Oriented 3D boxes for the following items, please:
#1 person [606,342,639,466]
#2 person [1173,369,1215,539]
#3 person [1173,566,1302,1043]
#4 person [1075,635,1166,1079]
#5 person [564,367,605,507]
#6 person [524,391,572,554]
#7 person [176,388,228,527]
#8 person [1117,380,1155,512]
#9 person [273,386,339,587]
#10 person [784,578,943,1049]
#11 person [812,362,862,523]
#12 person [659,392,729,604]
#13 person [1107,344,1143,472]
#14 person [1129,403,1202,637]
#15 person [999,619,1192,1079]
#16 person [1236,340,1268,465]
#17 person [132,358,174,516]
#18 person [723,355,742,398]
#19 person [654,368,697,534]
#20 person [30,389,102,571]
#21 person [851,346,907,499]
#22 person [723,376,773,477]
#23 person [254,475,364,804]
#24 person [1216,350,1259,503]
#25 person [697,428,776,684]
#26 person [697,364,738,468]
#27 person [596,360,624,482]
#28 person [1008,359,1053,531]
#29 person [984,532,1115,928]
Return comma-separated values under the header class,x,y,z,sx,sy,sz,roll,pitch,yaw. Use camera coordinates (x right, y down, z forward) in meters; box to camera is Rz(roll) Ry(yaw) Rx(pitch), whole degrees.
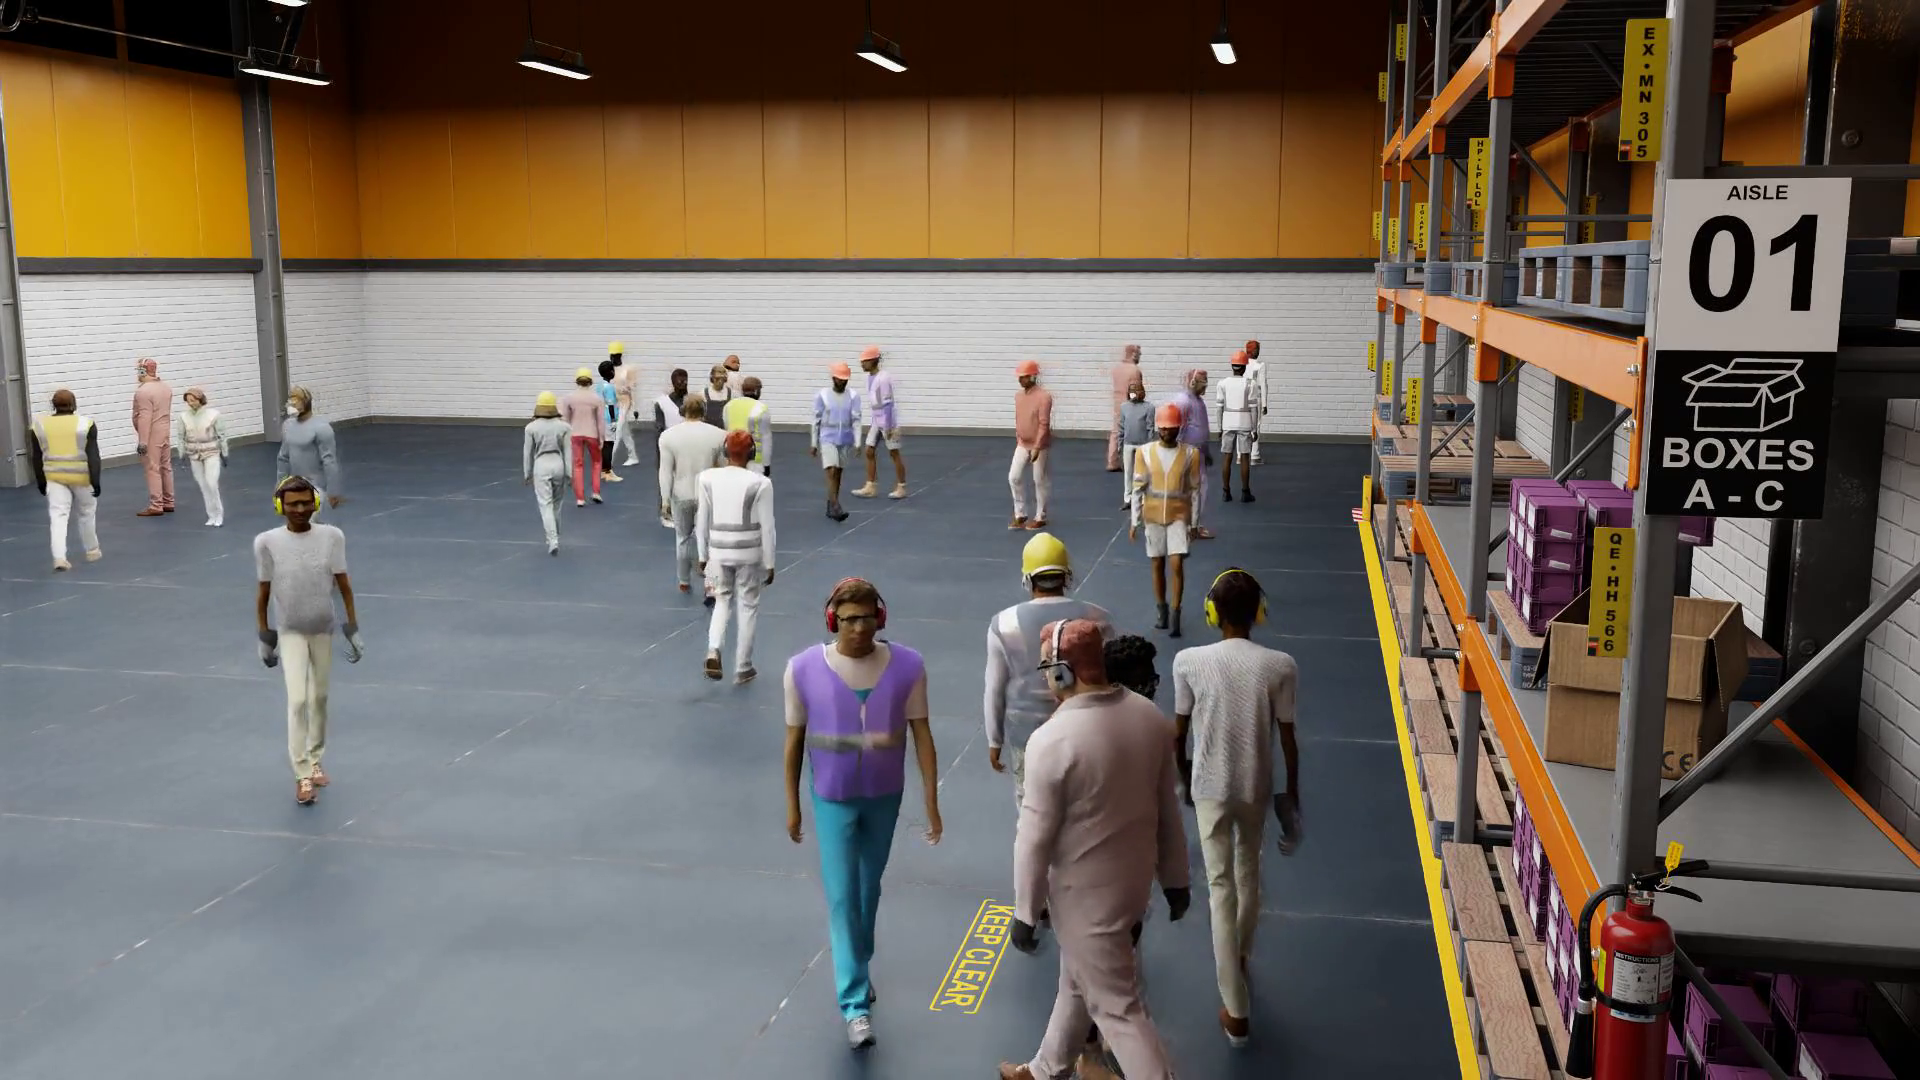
class,x,y,z,sx,sy,sz,roll,pitch,yaw
person,-5.124,-1.994,24.706,0.613,1.872,0.965,7,12,35
person,2.654,-0.950,18.401,0.726,1.877,0.670,4,10,25
person,1.096,1.014,6.761,0.497,1.818,0.931,0,9,-2
person,0.598,1.180,6.136,0.320,1.698,0.531,6,11,32
person,-4.714,-1.300,20.948,0.535,1.747,0.622,-1,9,-3
person,-4.327,-0.718,17.538,0.495,1.713,0.837,-4,10,-25
person,-8.734,-0.943,19.172,0.518,1.616,0.564,0,9,-3
person,2.162,-1.158,20.446,0.494,1.624,0.279,5,11,26
person,-6.053,-0.452,15.321,0.650,1.919,0.641,7,12,38
person,-0.369,1.053,6.560,0.593,1.800,0.916,-3,10,-16
person,-1.410,-1.144,19.559,0.553,1.879,0.999,-4,10,-22
person,-2.376,-0.383,14.999,0.644,1.898,1.013,-3,10,-15
person,2.548,-1.921,24.329,0.933,1.862,0.642,-6,11,-31
person,1.678,-0.159,13.596,0.556,1.900,0.839,2,10,12
person,0.494,1.187,5.681,0.981,1.851,0.678,9,13,43
person,4.408,-2.076,25.193,0.585,1.882,0.343,9,13,42
person,-9.779,-1.244,20.117,0.407,1.907,0.694,0,9,0
person,-3.529,-2.058,25.841,0.288,1.633,0.497,-7,12,-37
person,-3.194,-1.017,18.885,0.602,1.873,1.023,-6,11,-31
person,-8.930,-0.610,16.646,0.644,1.796,0.973,-2,10,-13
person,-1.032,-1.502,21.452,0.721,1.992,0.607,-5,11,-29
person,-2.318,-0.873,18.181,0.637,1.816,0.501,6,11,31
person,-3.677,0.556,9.477,0.516,1.845,0.776,-7,12,-36
person,3.545,-1.445,21.225,0.543,1.940,0.361,4,10,25
person,-1.614,0.130,11.939,0.613,1.871,0.474,3,10,16
person,-3.040,-1.305,20.768,0.539,1.814,0.678,-3,10,-16
person,-4.909,-1.654,23.210,0.315,1.696,0.540,-5,11,-28
person,0.782,-1.061,18.845,0.612,1.966,0.614,9,13,44
person,0.411,0.871,7.637,0.614,1.812,0.424,-1,9,-3
